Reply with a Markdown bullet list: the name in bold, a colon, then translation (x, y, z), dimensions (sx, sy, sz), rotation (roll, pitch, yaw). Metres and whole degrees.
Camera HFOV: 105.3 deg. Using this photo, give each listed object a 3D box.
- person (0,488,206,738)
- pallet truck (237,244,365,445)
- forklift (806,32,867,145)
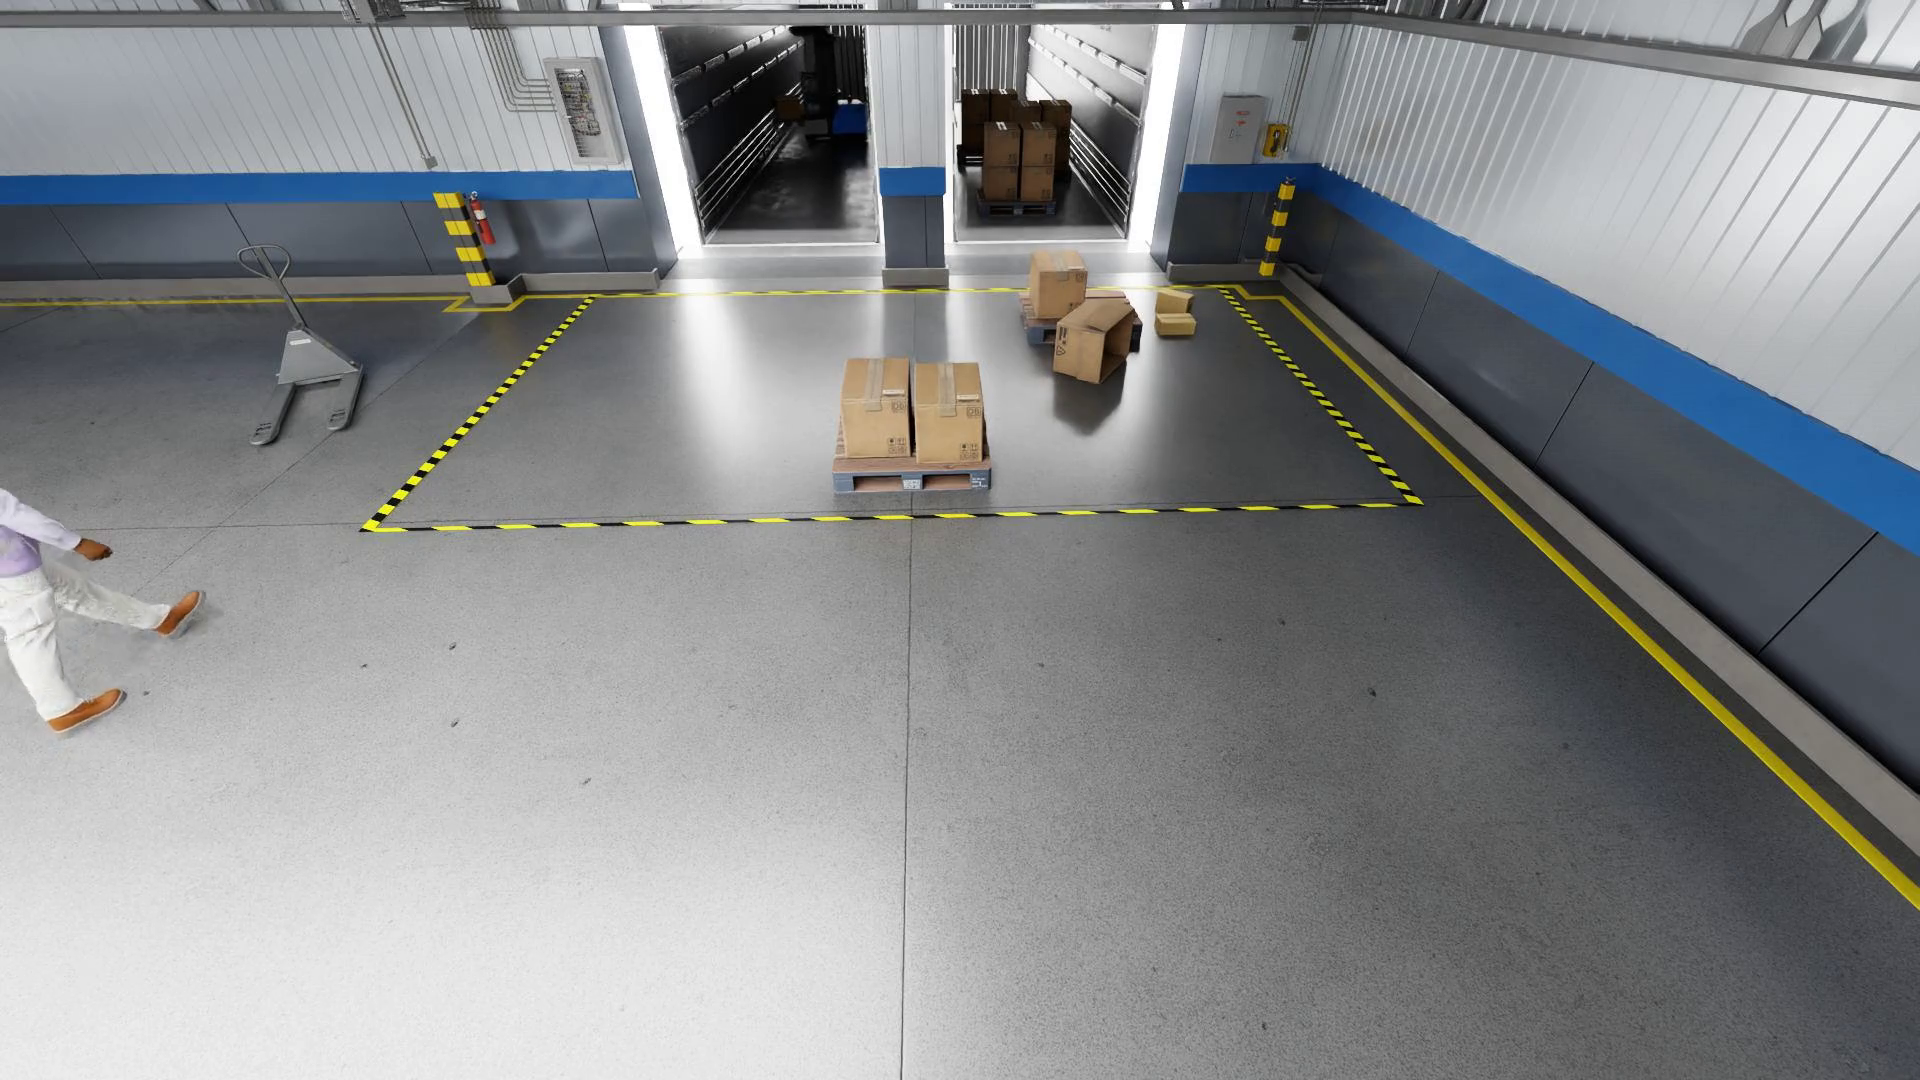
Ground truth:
- **person**: translation (-4.649, 0.012, 3.635), dimensions (0.632, 1.902, 0.962), rotation (9, 39, 11)
- **pallet truck**: translation (-5.915, -1.733, 6.366), dimensions (0.680, 1.201, 1.601), rotation (-18, 42, -21)
- **forklift**: translation (-2.547, -9.679, 15.734), dimensions (0.776, 2.013, 0.716), rotation (-7, 39, -9)
